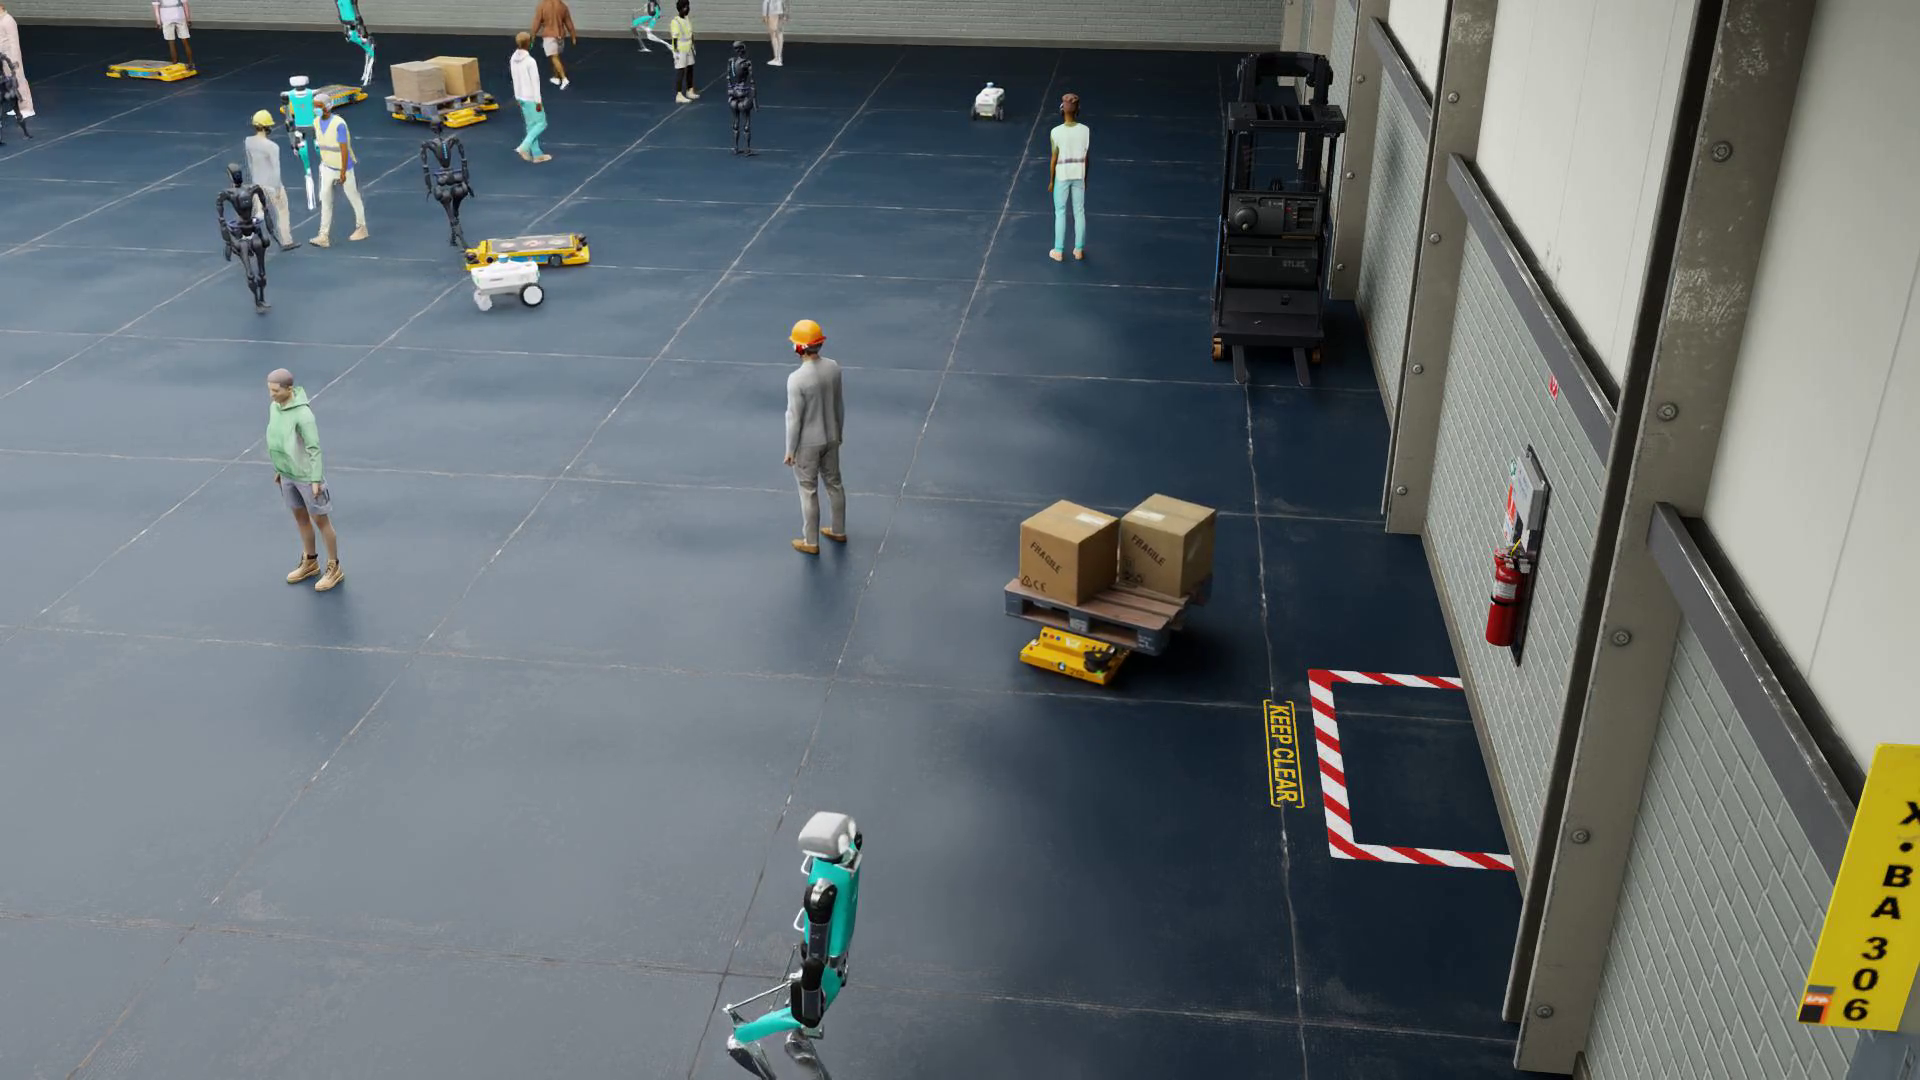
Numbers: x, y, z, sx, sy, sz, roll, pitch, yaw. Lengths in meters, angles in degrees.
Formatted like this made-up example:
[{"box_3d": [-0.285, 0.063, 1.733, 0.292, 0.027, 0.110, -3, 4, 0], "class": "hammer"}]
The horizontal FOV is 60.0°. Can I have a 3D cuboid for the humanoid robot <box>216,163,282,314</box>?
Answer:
[{"box_3d": [-7.743, -3.306, 18.180, 0.612, 1.643, 0.571, -24, 35, -39], "class": "humanoid robot"}]

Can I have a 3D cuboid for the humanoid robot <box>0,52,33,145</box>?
[{"box_3d": [-14.555, -6.837, 25.265, 0.599, 1.624, 0.774, 1, 27, 2], "class": "humanoid robot"}]

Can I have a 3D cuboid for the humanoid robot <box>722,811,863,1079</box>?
[{"box_3d": [-0.795, 2.007, 7.557, 0.748, 1.831, 0.534, 6, 27, 11], "class": "humanoid robot"}]

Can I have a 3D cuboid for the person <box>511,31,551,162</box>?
[{"box_3d": [-6.264, -6.382, 24.067, 0.492, 1.899, 0.571, 18, 32, 31], "class": "person"}]

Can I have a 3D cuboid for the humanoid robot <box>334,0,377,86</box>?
[{"box_3d": [-10.551, -8.960, 29.365, 0.530, 1.763, 0.744, 14, 30, 26], "class": "humanoid robot"}]

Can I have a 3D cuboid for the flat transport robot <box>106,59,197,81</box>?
[{"box_3d": [-14.645, -8.497, 30.101, 1.431, 0.231, 0.659, 8, 28, 16], "class": "flat transport robot"}]

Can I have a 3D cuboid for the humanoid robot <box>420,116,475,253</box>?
[{"box_3d": [-6.215, -4.316, 20.210, 0.586, 1.636, 0.632, -17, 31, -31], "class": "humanoid robot"}]

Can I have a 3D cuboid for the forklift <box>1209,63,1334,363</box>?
[{"box_3d": [3.241, -3.477, 17.183, 1.129, 2.768, 1.873, 3, 27, 6], "class": "forklift"}]

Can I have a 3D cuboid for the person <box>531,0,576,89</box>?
[{"box_3d": [-7.077, -8.821, 29.027, 0.745, 1.809, 0.925, -20, 33, -34], "class": "person"}]

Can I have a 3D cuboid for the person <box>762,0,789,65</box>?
[{"box_3d": [-3.436, -9.788, 30.893, 0.544, 1.866, 0.487, -20, 33, -34], "class": "person"}]

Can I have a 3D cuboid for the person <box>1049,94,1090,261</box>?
[{"box_3d": [1.302, -4.316, 19.852, 0.482, 1.978, 0.405, -6, 27, -11], "class": "person"}]

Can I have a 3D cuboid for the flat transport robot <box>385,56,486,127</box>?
[{"box_3d": [-8.430, -6.910, 26.933, 1.431, 0.231, 0.659, 15, 30, 27], "class": "flat transport robot"}]

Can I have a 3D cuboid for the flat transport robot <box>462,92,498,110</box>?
[{"box_3d": [-8.348, -7.404, 27.919, 0.659, 0.231, 1.431, -18, 32, -32], "class": "flat transport robot"}]

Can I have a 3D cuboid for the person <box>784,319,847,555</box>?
[{"box_3d": [-1.133, -0.803, 12.941, 0.391, 1.888, 0.575, 23, 34, 38], "class": "person"}]

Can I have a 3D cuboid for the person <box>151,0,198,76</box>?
[{"box_3d": [-14.126, -9.356, 29.839, 0.605, 2.044, 0.370, -16, 31, -29], "class": "person"}]

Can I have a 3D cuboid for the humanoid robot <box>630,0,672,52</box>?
[{"box_3d": [-5.919, -10.113, 31.676, 1.011, 1.731, 0.556, 2, 27, 4], "class": "humanoid robot"}]

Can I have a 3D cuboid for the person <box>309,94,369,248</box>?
[{"box_3d": [-7.703, -4.510, 20.384, 0.511, 1.848, 0.967, 8, 28, 16], "class": "person"}]

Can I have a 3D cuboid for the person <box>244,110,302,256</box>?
[{"box_3d": [-8.392, -4.285, 20.049, 0.530, 1.731, 0.728, 10, 28, 19], "class": "person"}]

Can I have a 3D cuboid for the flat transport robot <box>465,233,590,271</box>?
[{"box_3d": [-5.218, -3.468, 20.063, 1.431, 0.231, 0.659, -6, 27, -12], "class": "flat transport robot"}]

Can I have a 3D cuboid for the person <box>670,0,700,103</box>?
[{"box_3d": [-4.674, -8.248, 28.021, 0.331, 1.691, 0.570, 11, 29, 21], "class": "person"}]

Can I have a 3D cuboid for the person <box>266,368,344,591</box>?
[{"box_3d": [-4.917, -0.466, 12.425, 0.471, 1.742, 0.347, 14, 30, 26], "class": "person"}]

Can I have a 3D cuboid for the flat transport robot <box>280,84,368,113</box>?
[{"box_3d": [-10.651, -7.384, 27.879, 0.659, 0.231, 1.431, 9, 28, 17], "class": "flat transport robot"}]

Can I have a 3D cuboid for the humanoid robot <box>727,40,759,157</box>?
[{"box_3d": [-3.243, -6.553, 24.632, 0.599, 1.657, 0.315, 21, 33, 35], "class": "humanoid robot"}]

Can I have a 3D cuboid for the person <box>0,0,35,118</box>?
[{"box_3d": [-15.403, -7.813, 26.916, 0.637, 1.902, 0.412, 23, 35, 39], "class": "person"}]

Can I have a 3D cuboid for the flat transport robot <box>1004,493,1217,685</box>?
[{"box_3d": [1.052, 0.573, 11.995, 0.659, 0.231, 1.431, 14, 30, 26], "class": "flat transport robot"}]

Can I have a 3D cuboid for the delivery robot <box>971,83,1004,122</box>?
[{"box_3d": [0.486, -7.118, 27.007, 0.499, 0.575, 0.754, 6, 27, 12], "class": "delivery robot"}]

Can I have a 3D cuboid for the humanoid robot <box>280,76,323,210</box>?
[{"box_3d": [-8.607, -5.280, 22.063, 0.534, 1.799, 0.827, -8, 28, -15], "class": "humanoid robot"}]

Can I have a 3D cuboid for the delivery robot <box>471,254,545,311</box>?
[{"box_3d": [-5.052, -2.885, 18.600, 0.818, 0.614, 0.499, -11, 29, -21], "class": "delivery robot"}]
